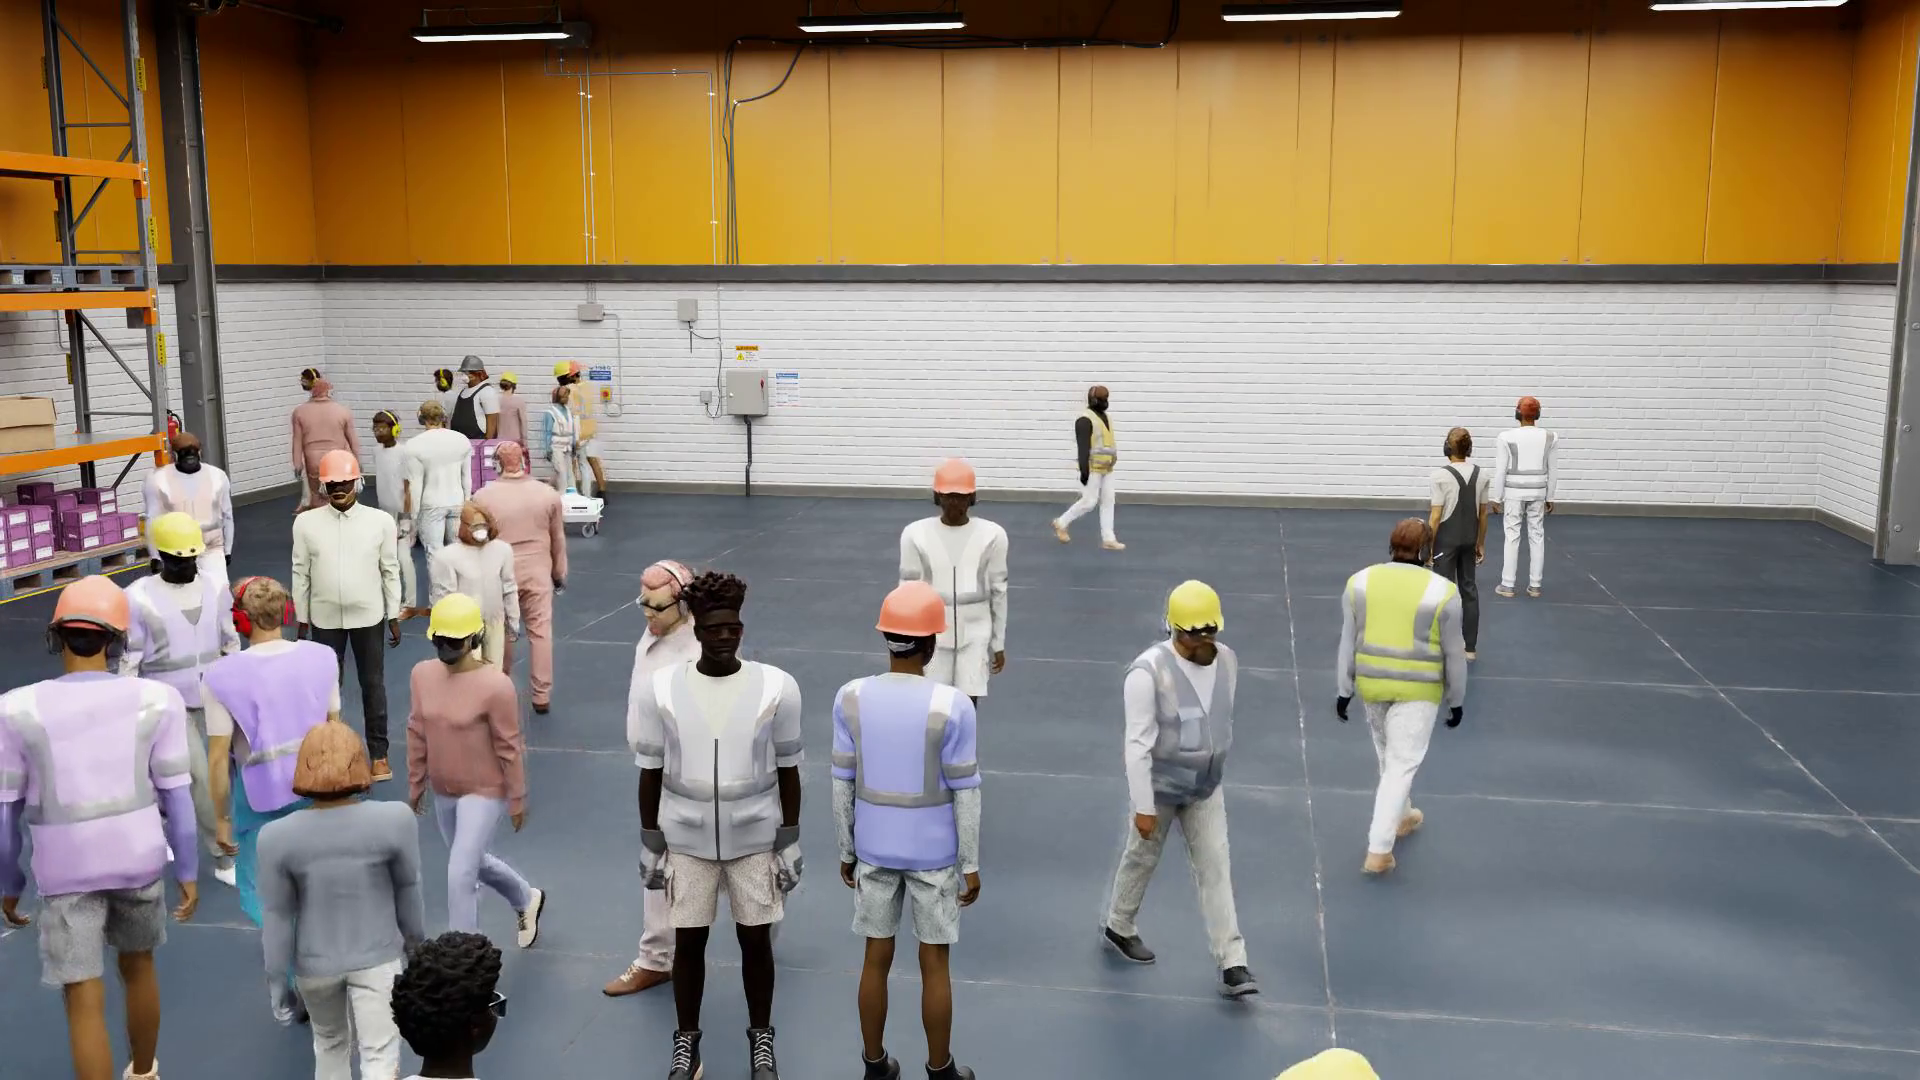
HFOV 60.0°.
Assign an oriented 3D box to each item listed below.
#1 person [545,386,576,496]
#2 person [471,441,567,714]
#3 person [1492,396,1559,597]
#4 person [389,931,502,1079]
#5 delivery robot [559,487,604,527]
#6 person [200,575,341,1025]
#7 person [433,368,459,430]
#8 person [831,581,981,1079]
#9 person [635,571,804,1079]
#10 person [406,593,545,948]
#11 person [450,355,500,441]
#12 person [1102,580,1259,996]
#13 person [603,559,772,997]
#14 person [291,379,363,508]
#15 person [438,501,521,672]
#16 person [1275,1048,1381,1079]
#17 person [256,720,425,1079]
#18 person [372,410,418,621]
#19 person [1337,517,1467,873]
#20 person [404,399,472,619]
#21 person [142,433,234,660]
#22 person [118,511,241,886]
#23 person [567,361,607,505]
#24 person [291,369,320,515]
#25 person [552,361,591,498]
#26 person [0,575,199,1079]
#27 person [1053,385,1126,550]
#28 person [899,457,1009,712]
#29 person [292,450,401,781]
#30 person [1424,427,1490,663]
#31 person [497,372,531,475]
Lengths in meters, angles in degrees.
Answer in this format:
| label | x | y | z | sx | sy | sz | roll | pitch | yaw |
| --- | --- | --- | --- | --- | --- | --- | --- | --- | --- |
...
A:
| label | x | y | z | sx | sy | sz | roll | pitch | yaw |
| --- | --- | --- | --- | --- | --- | --- | --- | --- | --- |
| person | -5.098 | -1.139 | 20.962 | 0.625 | 1.619 | 0.517 | 3 | 10 | 20 |
| person | -3.105 | 0.239 | 11.623 | 0.684 | 1.860 | 0.915 | -5 | 10 | -29 |
| person | 5.275 | -0.402 | 15.547 | 0.579 | 1.884 | 0.352 | 0 | 9 | 1 |
| person | -1.031 | 1.639 | 3.452 | 0.540 | 1.698 | 0.317 | 1 | 9 | 5 |
| delivery robot | -4.468 | -0.362 | 19.121 | 0.707 | 0.478 | 0.477 | 0 | 9 | -2 |
| person | -2.711 | 1.052 | 6.709 | 0.630 | 1.829 | 0.577 | 8 | 12 | 40 |
| person | -6.282 | -1.203 | 20.654 | 0.532 | 1.847 | 0.553 | 3 | 10 | 16 |
| person | -0.180 | 1.106 | 6.028 | 0.551 | 1.935 | 0.372 | 3 | 10 | 18 |
| person | -0.876 | 1.082 | 6.083 | 0.612 | 1.965 | 0.361 | -1 | 9 | -4 |
| person | -2.043 | 1.038 | 7.073 | 0.535 | 1.728 | 0.824 | 4 | 10 | 25 |
| person | -5.880 | -1.215 | 20.105 | 0.682 | 2.000 | 0.537 | 9 | 13 | 44 |
| person | 0.938 | 1.023 | 7.025 | 0.619 | 1.772 | 0.946 | -5 | 11 | -30 |
| person | -1.130 | 0.977 | 7.051 | 0.786 | 1.863 | 0.674 | -5 | 11 | -30 |
| person | -6.997 | -0.853 | 18.447 | 0.719 | 1.860 | 0.945 | -2 | 9 | -13 |
| person | -3.036 | 0.542 | 10.504 | 0.511 | 1.610 | 0.403 | -8 | 12 | -42 |
| person | 0.551 | 1.702 | 2.682 | 0.435 | 1.814 | 0.614 | -9 | 13 | -44 |
| person | -1.987 | 1.382 | 5.368 | 0.490 | 1.607 | 0.797 | -2 | 9 | -12 |
| person | -4.910 | -0.198 | 14.412 | 0.515 | 1.849 | 0.469 | 4 | 10 | 25 |
| person | 2.280 | 0.774 | 8.585 | 0.633 | 1.787 | 0.976 | 7 | 12 | 37 |
| person | -4.555 | -0.266 | 14.547 | 0.374 | 1.936 | 0.627 | 8 | 12 | 42 |
| person | -5.846 | 0.096 | 12.663 | 0.635 | 1.826 | 0.511 | -6 | 11 | -31 |
| person | -3.917 | 0.766 | 8.346 | 0.951 | 1.879 | 0.611 | 5 | 10 | 29 |
| person | -5.003 | -1.379 | 21.600 | 0.867 | 1.878 | 0.636 | 2 | 9 | 11 |
| person | -8.078 | -1.226 | 20.844 | 0.642 | 1.834 | 0.589 | -2 | 9 | -15 |
| person | -4.995 | -1.366 | 21.495 | 0.379 | 1.901 | 0.658 | 8 | 12 | 40 |
| person | -2.939 | 1.139 | 5.692 | 0.626 | 2.001 | 0.738 | -6 | 11 | -35 |
| person | 1.432 | -0.797 | 18.224 | 0.758 | 1.818 | 0.629 | 6 | 11 | 33 |
| person | -0.035 | 0.520 | 9.403 | 0.621 | 2.024 | 0.777 | 0 | 9 | -1 |
| person | -3.632 | 0.457 | 9.872 | 0.611 | 1.996 | 0.379 | -3 | 9 | -15 |
| person | 3.836 | 0.047 | 12.884 | 0.514 | 1.844 | 0.328 | -3 | 10 | -15 |
| person | -5.789 | -1.306 | 21.563 | 0.533 | 1.743 | 0.649 | 2 | 9 | 10 |
